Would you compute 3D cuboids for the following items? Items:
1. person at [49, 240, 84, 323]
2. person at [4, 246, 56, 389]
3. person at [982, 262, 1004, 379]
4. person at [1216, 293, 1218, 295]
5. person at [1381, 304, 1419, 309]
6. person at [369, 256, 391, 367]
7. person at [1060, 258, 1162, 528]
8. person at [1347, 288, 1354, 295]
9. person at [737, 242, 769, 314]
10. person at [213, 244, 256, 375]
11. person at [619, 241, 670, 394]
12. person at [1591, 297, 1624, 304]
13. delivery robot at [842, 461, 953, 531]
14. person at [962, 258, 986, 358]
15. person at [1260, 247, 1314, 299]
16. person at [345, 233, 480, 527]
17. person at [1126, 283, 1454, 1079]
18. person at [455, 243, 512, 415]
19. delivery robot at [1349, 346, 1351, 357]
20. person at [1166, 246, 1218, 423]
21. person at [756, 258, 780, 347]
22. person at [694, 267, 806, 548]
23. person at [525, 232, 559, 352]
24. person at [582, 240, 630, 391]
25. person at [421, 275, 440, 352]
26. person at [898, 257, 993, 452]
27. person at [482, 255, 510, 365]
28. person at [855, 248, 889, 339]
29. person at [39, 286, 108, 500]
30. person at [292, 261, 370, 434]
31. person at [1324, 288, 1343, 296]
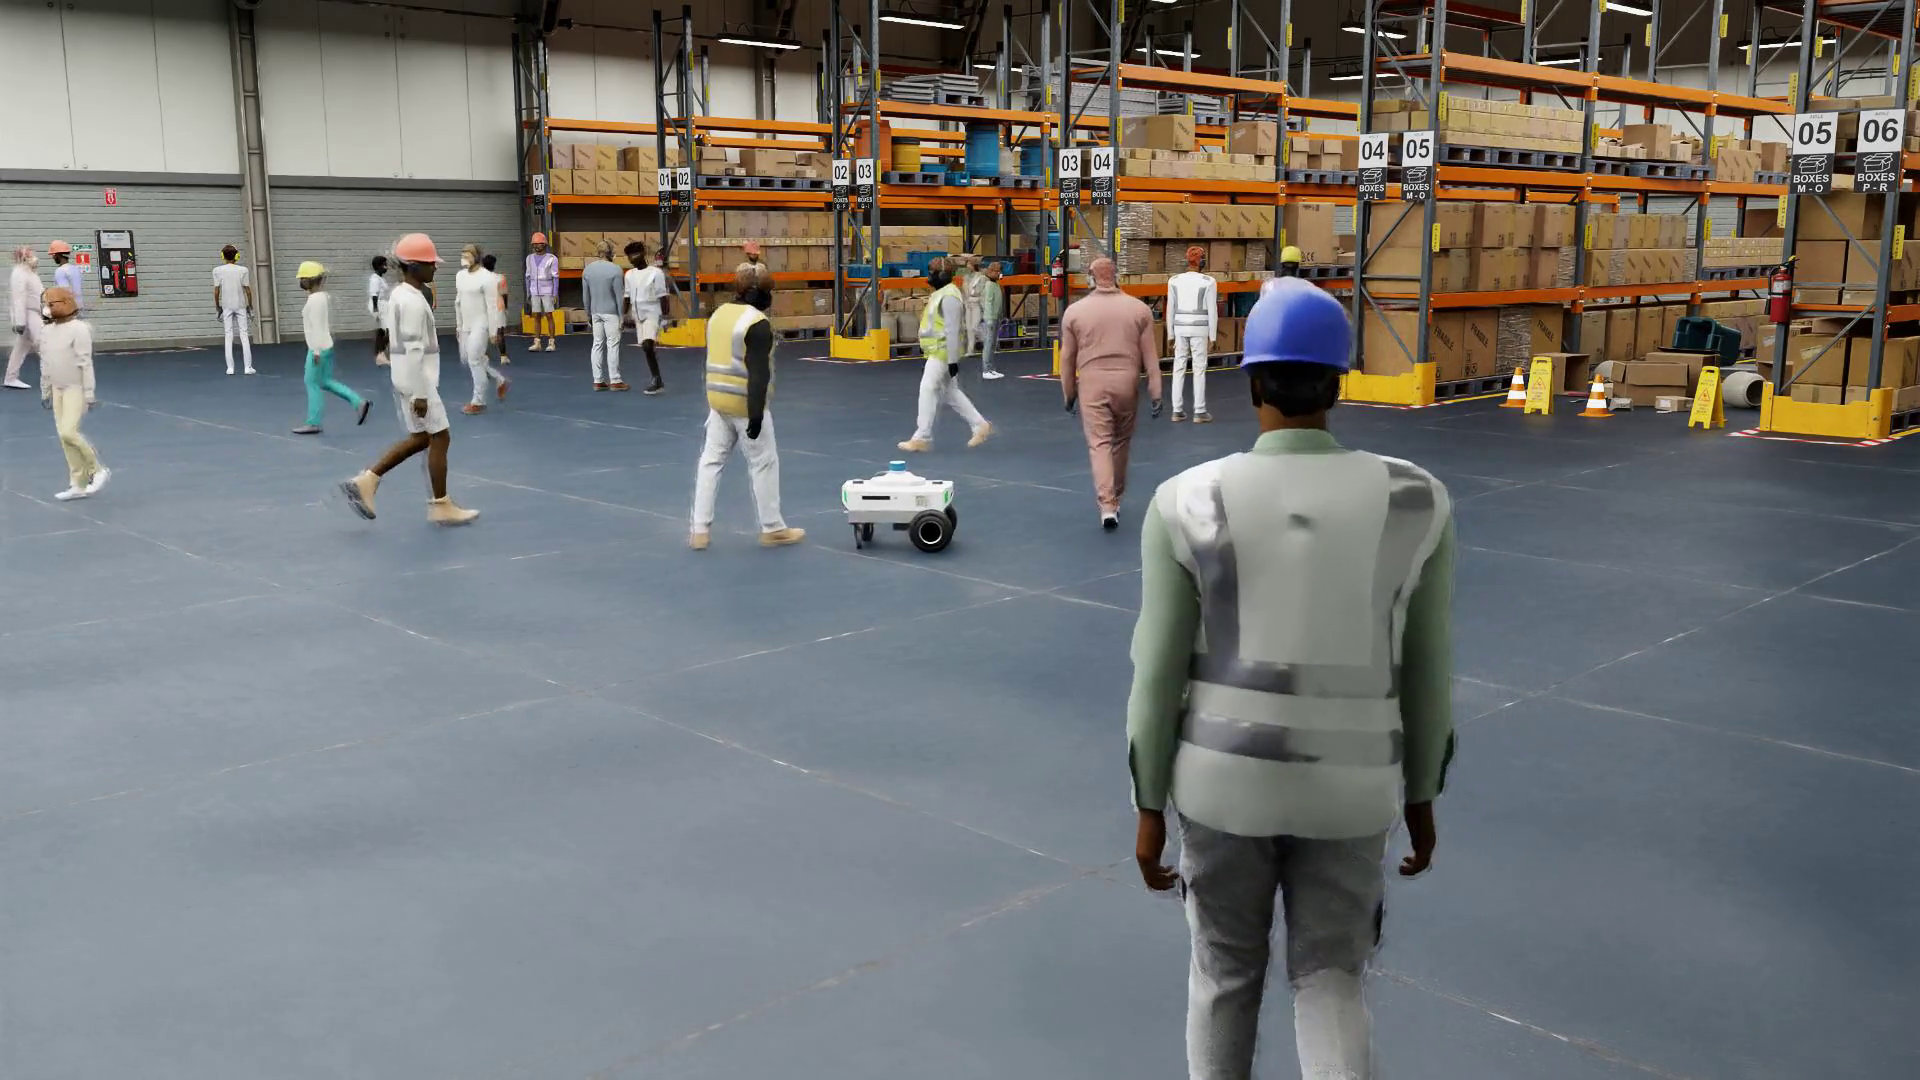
[{"bbox_3d":[-12.067,-3.077,22.493,0.373,1.933,0.550,-1,10,-4],"label":"person"},{"bbox_3d":[-12.121,-2.911,21.812,0.999,1.855,0.640,-4,11,-21],"label":"person"},{"bbox_3d":[0.467,-3.092,23.418,0.270,1.627,0.497,3,11,14],"label":"person"},{"bbox_3d":[6.025,-6.122,39.006,0.741,1.972,0.629,-10,15,-44],"label":"person"},{"bbox_3d":[5.959,-3.045,22.523,0.656,1.873,0.911,10,14,42],"label":"person"},{"bbox_3d":[-8.815,-3.492,25.423,0.402,1.680,0.553,-2,11,-9],"label":"person"},{"bbox_3d":[1.048,-1.031,11.615,0.682,1.850,0.990,-1,10,-4],"label":"person"},{"bbox_3d":[8.250,-5.261,34.386,0.462,1.942,0.789,9,14,40],"label":"person"},{"bbox_3d":[-3.435,-3.943,27.326,0.550,1.907,0.913,-8,13,-37],"label":"person"},{"bbox_3d":[-10.522,-3.342,24.118,0.532,1.871,0.321,-3,11,-17],"label":"person"},{"bbox_3d":[-4.016,-2.806,21.038,0.640,1.927,0.655,7,12,32],"label":"person"},{"bbox_3d":[11.919,-4.532,30.581,0.589,1.883,0.340,4,11,22],"label":"person"},{"bbox_3d":[-0.407,-0.270,10.813,0.707,0.478,0.477,1,10,3],"label":"delivery robot"},{"bbox_3d":[0.246,-3.824,27.386,0.416,1.625,0.535,-9,13,-39],"label":"person"},{"bbox_3d":[3.439,-2.116,17.405,0.610,1.872,1.010,4,11,19],"label":"person"},{"bbox_3d":[-3.801,-1.088,11.430,0.792,2.019,0.622,-5,12,-26],"label":"person"},{"bbox_3d":[0.629,0.479,3.163,0.634,1.914,0.695,1,10,6],"label":"person"},{"bbox_3d":[-5.423,-2.404,18.872,0.640,1.918,0.669,9,14,40],"label":"person"},{"bbox_3d":[5.364,-2.619,23.625,0.707,0.478,0.477,-9,14,-40],"label":"delivery robot"},{"bbox_3d":[2.508,-2.220,17.961,0.584,1.882,0.340,6,12,30],"label":"person"},{"bbox_3d":[-3.444,-4.068,28.756,0.520,1.623,0.608,10,14,42],"label":"person"},{"bbox_3d":[-1.410,-0.844,10.736,0.690,1.805,0.658,-10,14,-42],"label":"person"},{"bbox_3d":[-7.234,-4.280,28.759,0.605,2.044,0.375,2,11,12],"label":"person"},{"bbox_3d":[-4.580,-2.902,21.533,0.635,1.936,0.354,5,12,26],"label":"person"},{"bbox_3d":[-9.163,-4.111,28.401,0.504,1.840,0.328,3,11,16],"label":"person"},{"bbox_3d":[-0.116,-1.739,15.544,0.866,1.810,0.629,-1,10,-7],"label":"person"},{"bbox_3d":[-7.289,-3.581,25.892,0.534,1.697,0.322,0,10,-3],"label":"person"},{"bbox_3d":[-1.566,-4.209,29.097,0.607,1.778,0.952,7,13,35],"label":"person"},{"bbox_3d":[-6.805,-1.114,12.649,0.524,1.619,0.341,6,12,28],"label":"person"},{"bbox_3d":[-6.463,-1.962,16.952,0.680,1.744,0.530,-3,11,-14],"label":"person"},{"bbox_3d":[6.771,-4.526,30.800,0.981,1.790,0.648,-10,14,-42],"label":"person"}]
